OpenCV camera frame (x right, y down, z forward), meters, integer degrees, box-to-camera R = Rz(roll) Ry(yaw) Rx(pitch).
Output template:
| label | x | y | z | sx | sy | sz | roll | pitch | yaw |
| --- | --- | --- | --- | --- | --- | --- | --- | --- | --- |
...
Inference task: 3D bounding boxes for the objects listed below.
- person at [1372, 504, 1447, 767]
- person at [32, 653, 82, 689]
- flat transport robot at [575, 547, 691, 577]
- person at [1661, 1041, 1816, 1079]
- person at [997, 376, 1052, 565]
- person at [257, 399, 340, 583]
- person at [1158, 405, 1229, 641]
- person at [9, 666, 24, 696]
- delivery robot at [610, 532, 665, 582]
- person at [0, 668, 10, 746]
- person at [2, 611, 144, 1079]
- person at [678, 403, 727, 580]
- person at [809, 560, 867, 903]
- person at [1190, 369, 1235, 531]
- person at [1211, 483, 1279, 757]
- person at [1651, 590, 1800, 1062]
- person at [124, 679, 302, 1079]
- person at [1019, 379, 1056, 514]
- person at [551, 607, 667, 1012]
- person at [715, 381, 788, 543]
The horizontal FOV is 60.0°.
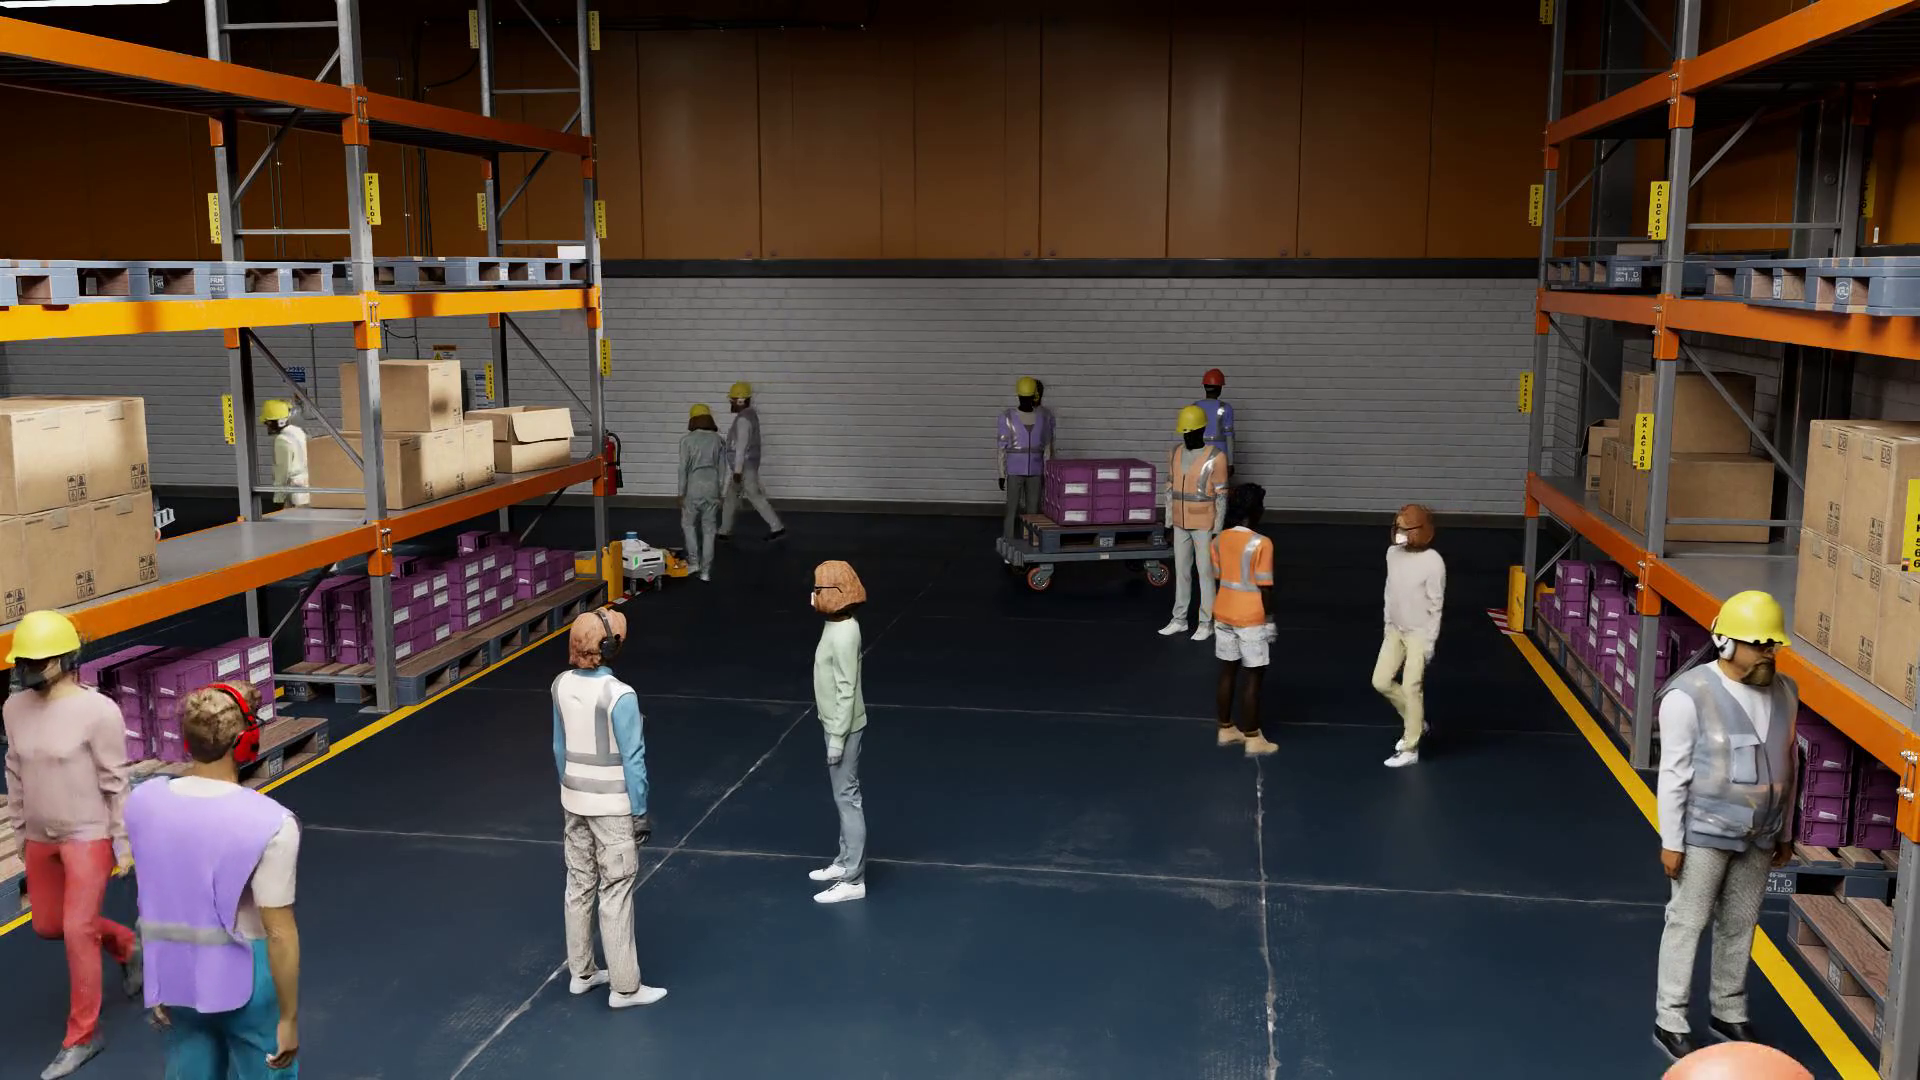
| label | x | y | z | sx | sy | sz | roll | pitch | yaw |
| --- | --- | --- | --- | --- | --- | --- | --- | --- | --- |
| person | 2.704 | 0.575 | 9.981 | 0.362 | 1.612 | 0.519 | -5 | 10 | -26 |
| person | -6.282 | 0.204 | 11.521 | 0.671 | 1.869 | 0.730 | -5 | 11 | -30 |
| flat transport robot | -3.369 | 0.241 | 16.207 | 1.431 | 0.197 | 0.652 | -3 | 10 | -18 |
| person | 0.967 | 1.650 | 2.297 | 0.724 | 1.964 | 0.500 | 6 | 11 | 33 |
| person | 0.670 | -0.709 | 16.982 | 0.590 | 1.923 | 0.383 | -3 | 10 | -16 |
| person | -6.375 | -0.460 | 15.865 | 0.873 | 1.777 | 0.616 | -2 | 9 | -11 |
| person | 1.888 | -0.139 | 13.488 | 0.387 | 1.918 | 0.585 | -9 | 13 | -44 |
| person | -6.505 | 0.252 | 11.060 | 0.551 | 1.938 | 0.656 | 1 | 9 | 3 |
| delivery robot | -3.051 | 0.167 | 15.497 | 0.477 | 0.478 | 0.707 | -8 | 12 | -40 |
| person | -6.097 | 0.328 | 10.544 | 0.354 | 1.939 | 0.545 | -2 | 9 | -11 |
| person | -3.355 | 1.104 | 6.365 | 0.530 | 1.750 | 0.667 | 2 | 9 | 14 |
| person | -2.499 | -0.463 | 16.108 | 0.519 | 1.702 | 0.454 | -5 | 10 | -28 |
| person | -0.583 | 0.903 | 7.934 | 0.285 | 1.633 | 0.497 | -1 | 9 | -7 |
| person | 2.728 | -0.884 | 18.017 | 0.545 | 1.939 | 0.354 | 6 | 11 | 31 |
| person | 1.760 | 0.487 | 10.315 | 0.326 | 1.695 | 0.539 | -5 | 10 | -28 |
| person | 2.895 | 1.080 | 6.263 | 0.596 | 1.824 | 0.403 | -3 | 10 | -17 |
| person | -2.156 | 1.316 | 4.795 | 0.582 | 1.829 | 0.712 | 2 | 10 | 14 |
| person | 0.825 | -0.779 | 17.635 | 0.389 | 1.851 | 0.566 | 4 | 10 | 23 |
| person | -1.452 | 1.088 | 6.764 | 0.514 | 1.642 | 0.310 | 7 | 12 | 38 |
| person | -2.323 | -0.844 | 18.228 | 0.910 | 1.796 | 0.604 | -1 | 9 | -4 |
